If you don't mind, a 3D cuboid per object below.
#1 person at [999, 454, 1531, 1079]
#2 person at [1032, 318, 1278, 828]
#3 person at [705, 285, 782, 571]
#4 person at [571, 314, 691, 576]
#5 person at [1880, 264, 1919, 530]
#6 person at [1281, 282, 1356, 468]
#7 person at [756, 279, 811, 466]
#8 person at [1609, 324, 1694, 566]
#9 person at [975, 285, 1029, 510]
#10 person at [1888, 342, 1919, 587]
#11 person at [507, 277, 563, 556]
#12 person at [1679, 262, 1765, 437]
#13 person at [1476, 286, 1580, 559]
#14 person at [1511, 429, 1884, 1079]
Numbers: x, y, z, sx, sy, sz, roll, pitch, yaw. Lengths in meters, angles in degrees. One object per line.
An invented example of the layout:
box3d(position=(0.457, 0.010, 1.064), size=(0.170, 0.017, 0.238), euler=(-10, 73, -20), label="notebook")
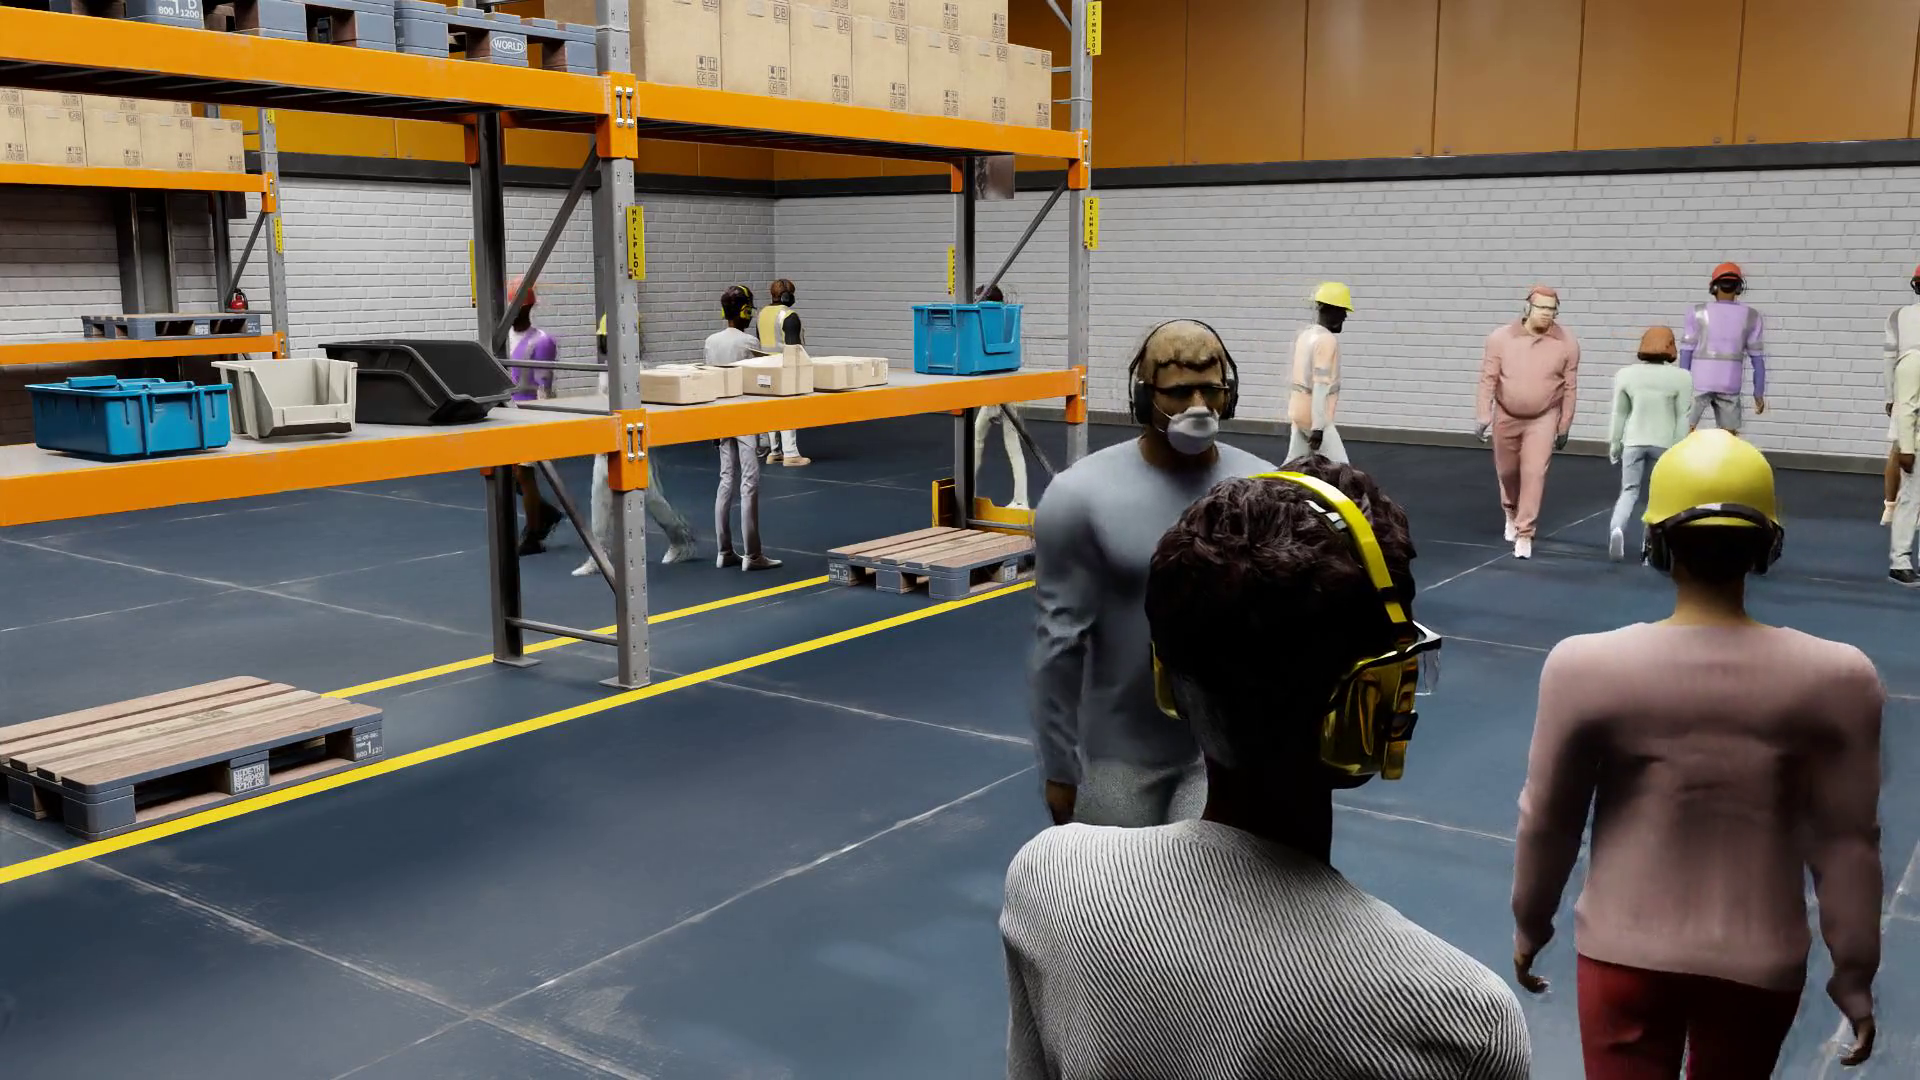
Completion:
box3d(position=(0.260, 0.860, 1.423), size=(0.508, 1.872, 0.329), euler=(9, 13, 43), label="person")
box3d(position=(0.449, 0.444, 3.825), size=(0.626, 1.913, 0.859), euler=(-2, 10, -10), label="person")
box3d(position=(-1.434, -0.729, 10.906), size=(0.509, 1.867, 0.328), euler=(7, 12, 35), label="person")
box3d(position=(-2.143, -0.642, 10.863), size=(0.498, 1.711, 0.851), euler=(8, 12, 39), label="person")
box3d(position=(7.271, -1.098, 12.558), size=(0.365, 2.048, 0.607), euler=(-5, 11, -27), label="person")
box3d(position=(2.580, -0.858, 11.659), size=(1.005, 1.863, 0.606), euler=(-1, 10, -5), label="person")
box3d(position=(-1.742, -1.654, 16.481), size=(0.429, 1.843, 0.633), euler=(-8, 12, -40), label="person")
box3d(position=(4.497, -0.600, 10.889), size=(0.508, 1.619, 0.598), euler=(7, 12, 37), label="person")
box3d(position=(0.207, -1.124, 13.374), size=(0.915, 1.822, 0.495), euler=(7, 12, 37), label="person")
box3d(position=(6.069, -0.614, 10.358), size=(0.602, 1.824, 0.403), euler=(-4, 10, -24), label="person")
box3d(position=(-2.966, -0.830, 11.360), size=(0.579, 1.913, 0.502), euler=(8, 12, 40), label="person")
box3d(position=(6.111, -1.238, 13.539), size=(0.851, 2.007, 0.613), euler=(2, 10, 10), label="person")
box3d(position=(3.969, -0.850, 11.641), size=(0.643, 1.861, 0.976), euler=(4, 10, 23), label="person")
box3d(position=(1.235, 0.681, 2.862), size=(0.557, 1.743, 0.679), euler=(2, 10, 12), label="person")
